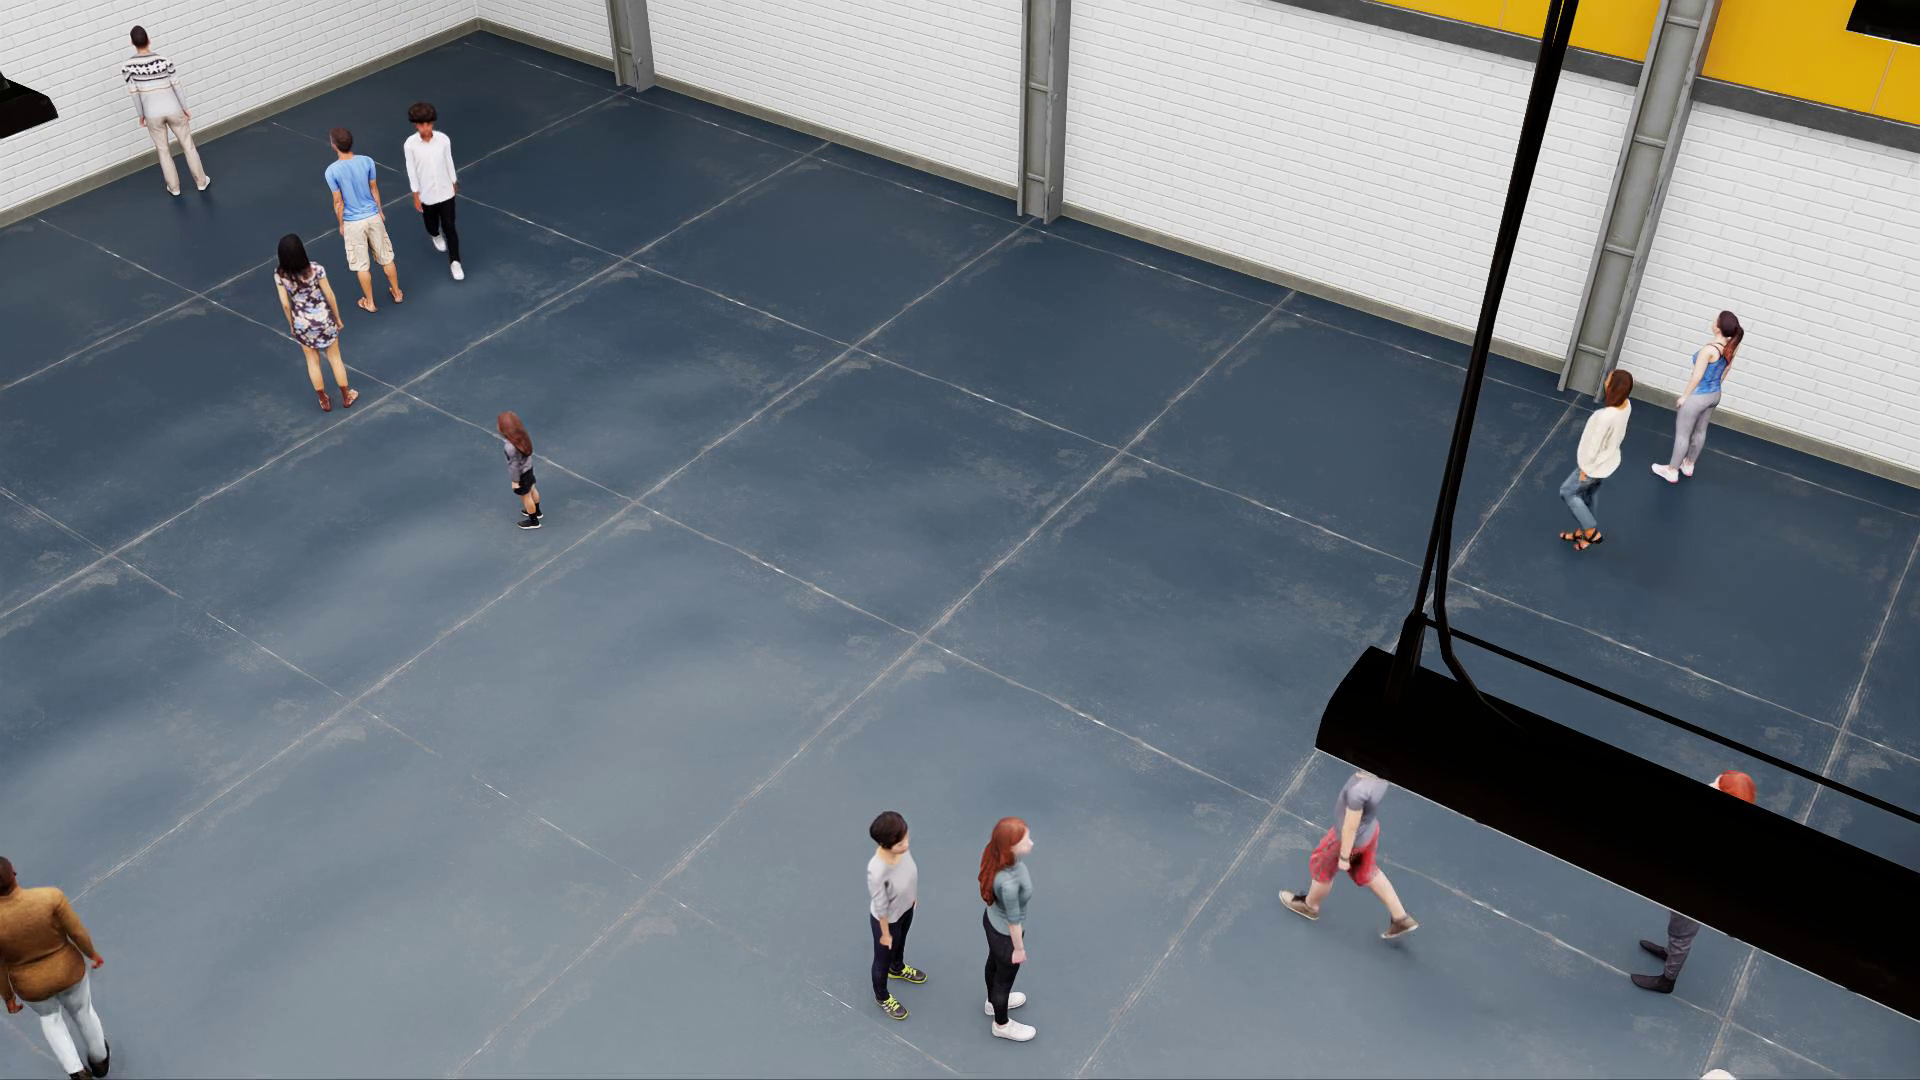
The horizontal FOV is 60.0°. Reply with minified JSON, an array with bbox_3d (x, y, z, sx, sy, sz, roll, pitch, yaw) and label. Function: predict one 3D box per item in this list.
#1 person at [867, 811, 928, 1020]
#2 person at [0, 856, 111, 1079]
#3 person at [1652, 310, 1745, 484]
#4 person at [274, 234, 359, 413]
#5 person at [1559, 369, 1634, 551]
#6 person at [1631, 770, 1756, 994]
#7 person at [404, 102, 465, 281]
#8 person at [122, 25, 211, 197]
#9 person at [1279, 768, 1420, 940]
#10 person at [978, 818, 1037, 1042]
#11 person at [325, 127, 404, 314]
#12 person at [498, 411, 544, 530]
[{"bbox_3d":[-0.402,2.149,9.726,0.545,1.554,0.585,15,41,18],"label":"person"},{"bbox_3d":[-5.000,2.446,9.148,0.831,1.809,0.906,-20,43,-23],"label":"person"},{"bbox_3d":[6.191,-1.206,13.881,0.659,1.609,0.690,-17,42,-20],"label":"person"},{"bbox_3d":[-5.701,-1.914,14.669,0.674,1.733,0.718,-9,40,-11],"label":"person"},{"bbox_3d":[5.067,-0.571,13.038,0.671,1.669,0.669,29,47,32],"label":"person"},{"bbox_3d":[4.311,1.993,9.741,0.513,1.779,0.591,20,43,23],"label":"person"},{"bbox_3d":[-5.281,-3.535,16.657,0.971,1.785,1.142,-15,41,-18],"label":"person"},{"bbox_3d":[-8.613,-4.633,17.970,0.767,1.862,0.763,-15,41,-18],"label":"person"},{"bbox_3d":[2.469,1.831,10.068,1.082,1.622,0.609,25,45,28],"label":"person"},{"bbox_3d":[0.261,2.212,9.494,0.724,1.743,0.665,-6,39,-7],"label":"person"},{"bbox_3d":[-5.771,-3.096,16.046,0.701,1.862,0.656,-27,46,-29],"label":"person"},{"bbox_3d":[-3.567,-0.585,13.507,0.567,1.107,0.537,1,39,1],"label":"person"}]
